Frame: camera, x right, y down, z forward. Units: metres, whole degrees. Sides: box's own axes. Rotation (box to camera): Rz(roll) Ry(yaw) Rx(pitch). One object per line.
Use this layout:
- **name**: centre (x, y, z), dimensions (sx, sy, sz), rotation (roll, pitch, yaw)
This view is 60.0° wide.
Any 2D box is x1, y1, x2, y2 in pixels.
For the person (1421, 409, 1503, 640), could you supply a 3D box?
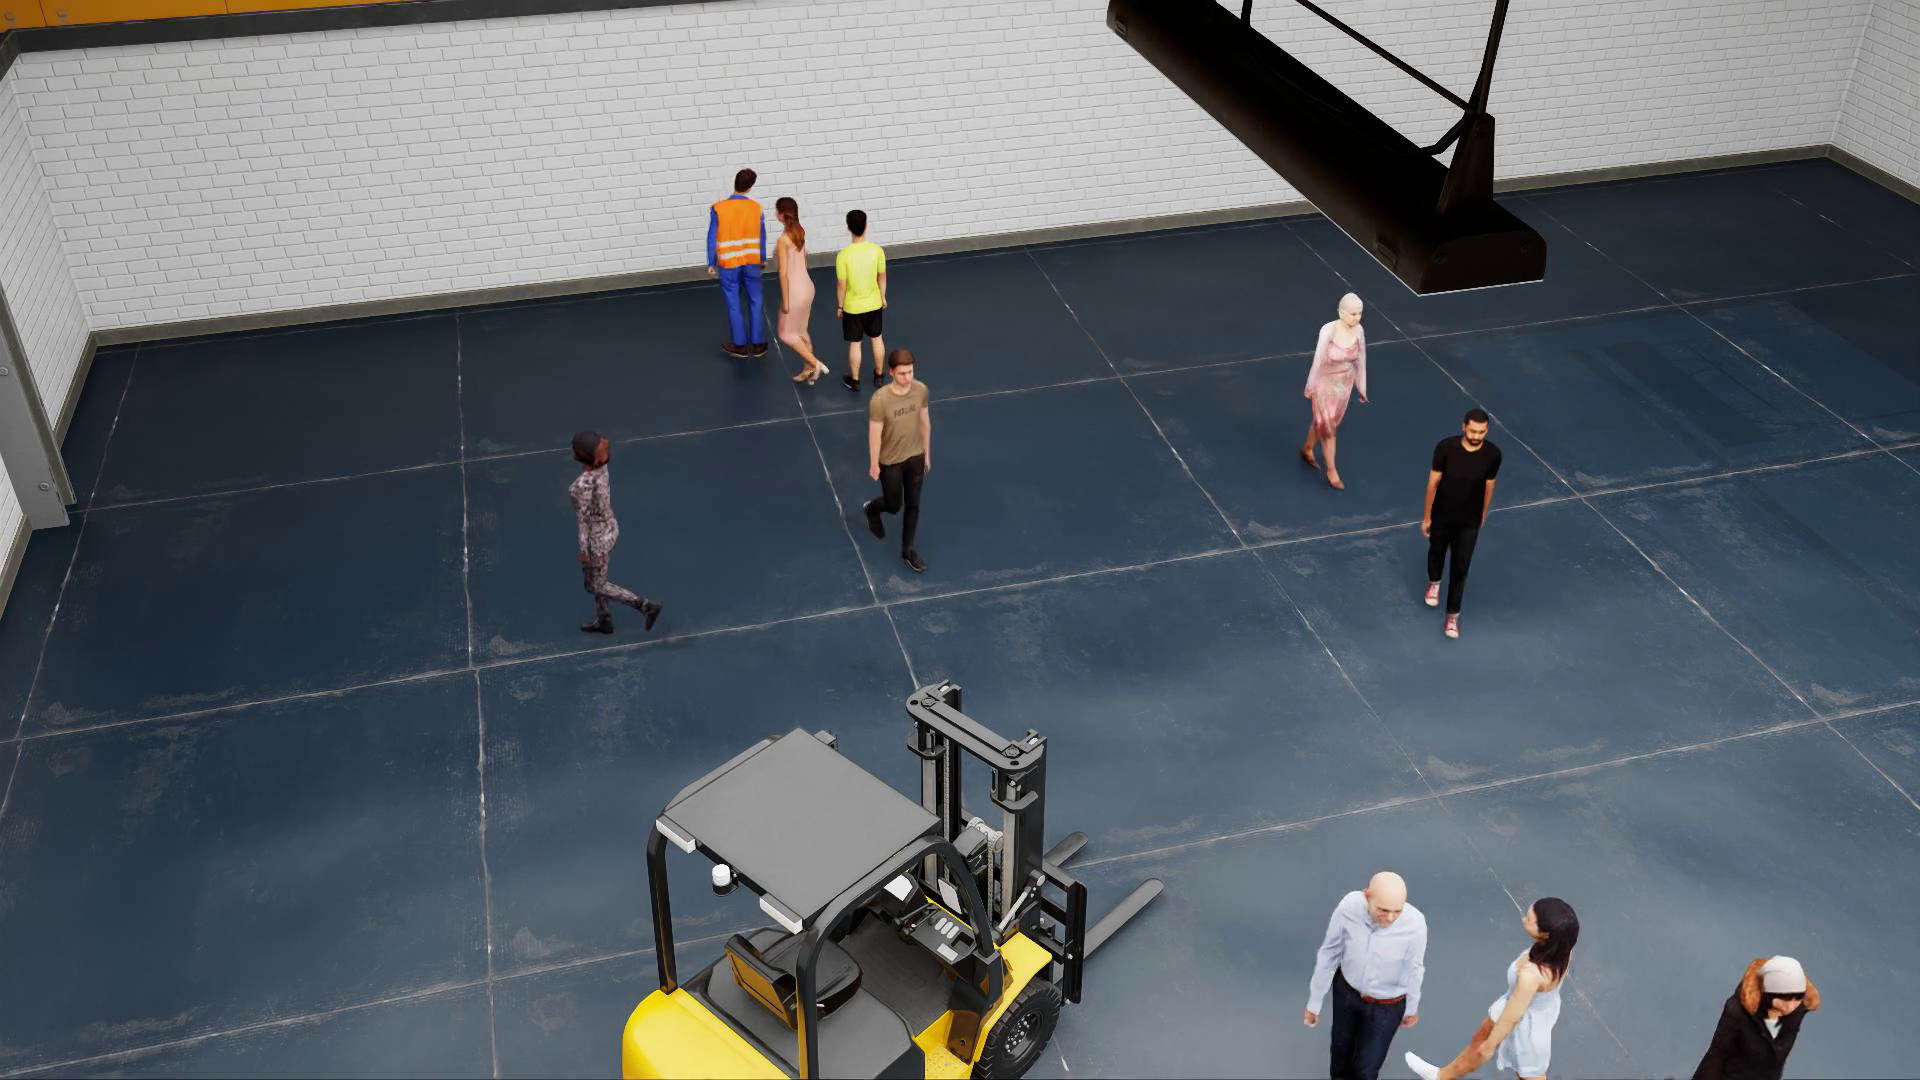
- **person**: centre (3.597, -0.230, 12.119), dimensions (0.959, 1.723, 1.134), rotation (9, 35, 13)

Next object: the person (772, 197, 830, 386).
- **person**: centre (-1.400, -2.184, 14.979), dimensions (0.887, 1.811, 0.829), rotation (16, 37, 23)

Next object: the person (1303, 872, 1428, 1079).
- **person**: centre (2.060, 2.248, 8.342), dimensions (0.769, 1.778, 0.840), rotation (21, 39, 28)

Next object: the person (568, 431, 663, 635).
- **person**: centre (-2.483, 0.006, 11.781), dimensions (0.832, 1.703, 0.910), rotation (3, 34, 5)

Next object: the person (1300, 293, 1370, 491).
- **person**: centre (3.029, -1.317, 13.811), dimensions (0.708, 1.661, 0.970), rotation (-15, 36, -21)

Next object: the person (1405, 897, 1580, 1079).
- **person**: centre (2.841, 2.451, 8.131), dimensions (1.228, 1.673, 1.056), rotation (24, 41, 32)

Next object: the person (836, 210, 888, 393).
- **person**: centre (-0.880, -2.163, 15.043), dimensions (0.636, 1.705, 0.549), rotation (-12, 35, -17)

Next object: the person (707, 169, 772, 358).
- **person**: centre (-2.076, -2.567, 15.534), dimensions (0.774, 1.835, 0.676), rotation (-25, 41, -32)

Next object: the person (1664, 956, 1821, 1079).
- **person**: centre (3.721, 2.542, 8.047), dimensions (0.714, 1.613, 0.977), rotation (-5, 34, -7)

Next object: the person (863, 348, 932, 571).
- **person**: centre (-0.492, -0.664, 12.671), dimensions (0.832, 1.835, 1.028), rotation (-20, 38, -27)
